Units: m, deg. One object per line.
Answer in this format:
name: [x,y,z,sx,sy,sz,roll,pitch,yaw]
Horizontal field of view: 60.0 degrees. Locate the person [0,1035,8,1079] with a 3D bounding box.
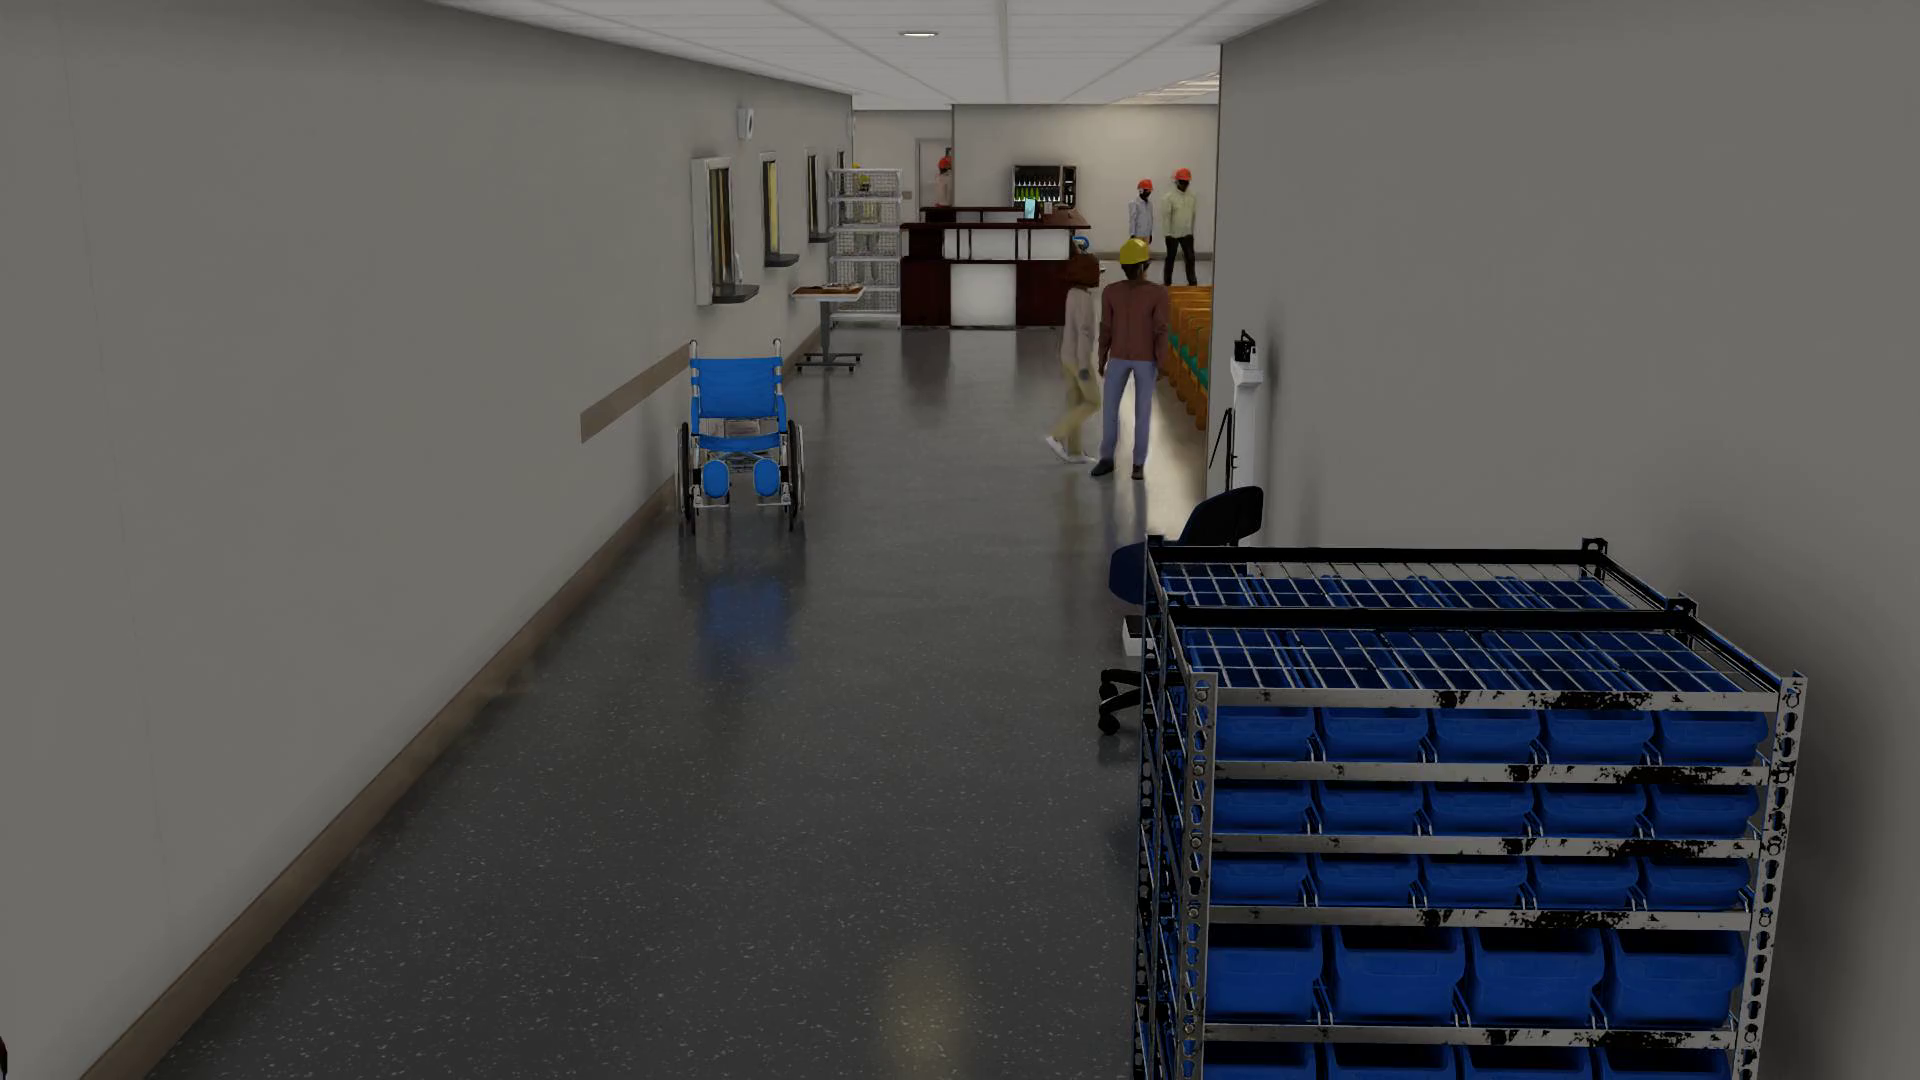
person: [-1.436,1.120,2.135,0.632,1.829,0.433,1,14,2]

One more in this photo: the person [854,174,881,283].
person: [-1.554,-5.021,27.064,0.597,1.824,0.413,-10,17,-34]

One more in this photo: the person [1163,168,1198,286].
person: [3.365,-4.609,25.098,0.651,1.952,0.942,-6,15,-24]

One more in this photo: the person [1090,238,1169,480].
person: [1.258,-1.315,12.159,0.541,1.756,0.332,5,15,20]

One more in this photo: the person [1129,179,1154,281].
person: [3.000,-5.048,27.326,0.564,1.743,0.353,-13,19,-43]

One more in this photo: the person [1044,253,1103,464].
person: [0.890,-1.354,12.589,0.402,1.618,0.522,-2,14,-7]

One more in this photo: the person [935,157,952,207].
person: [-0.368,-7.212,35.687,0.533,1.949,0.656,-10,17,-36]
